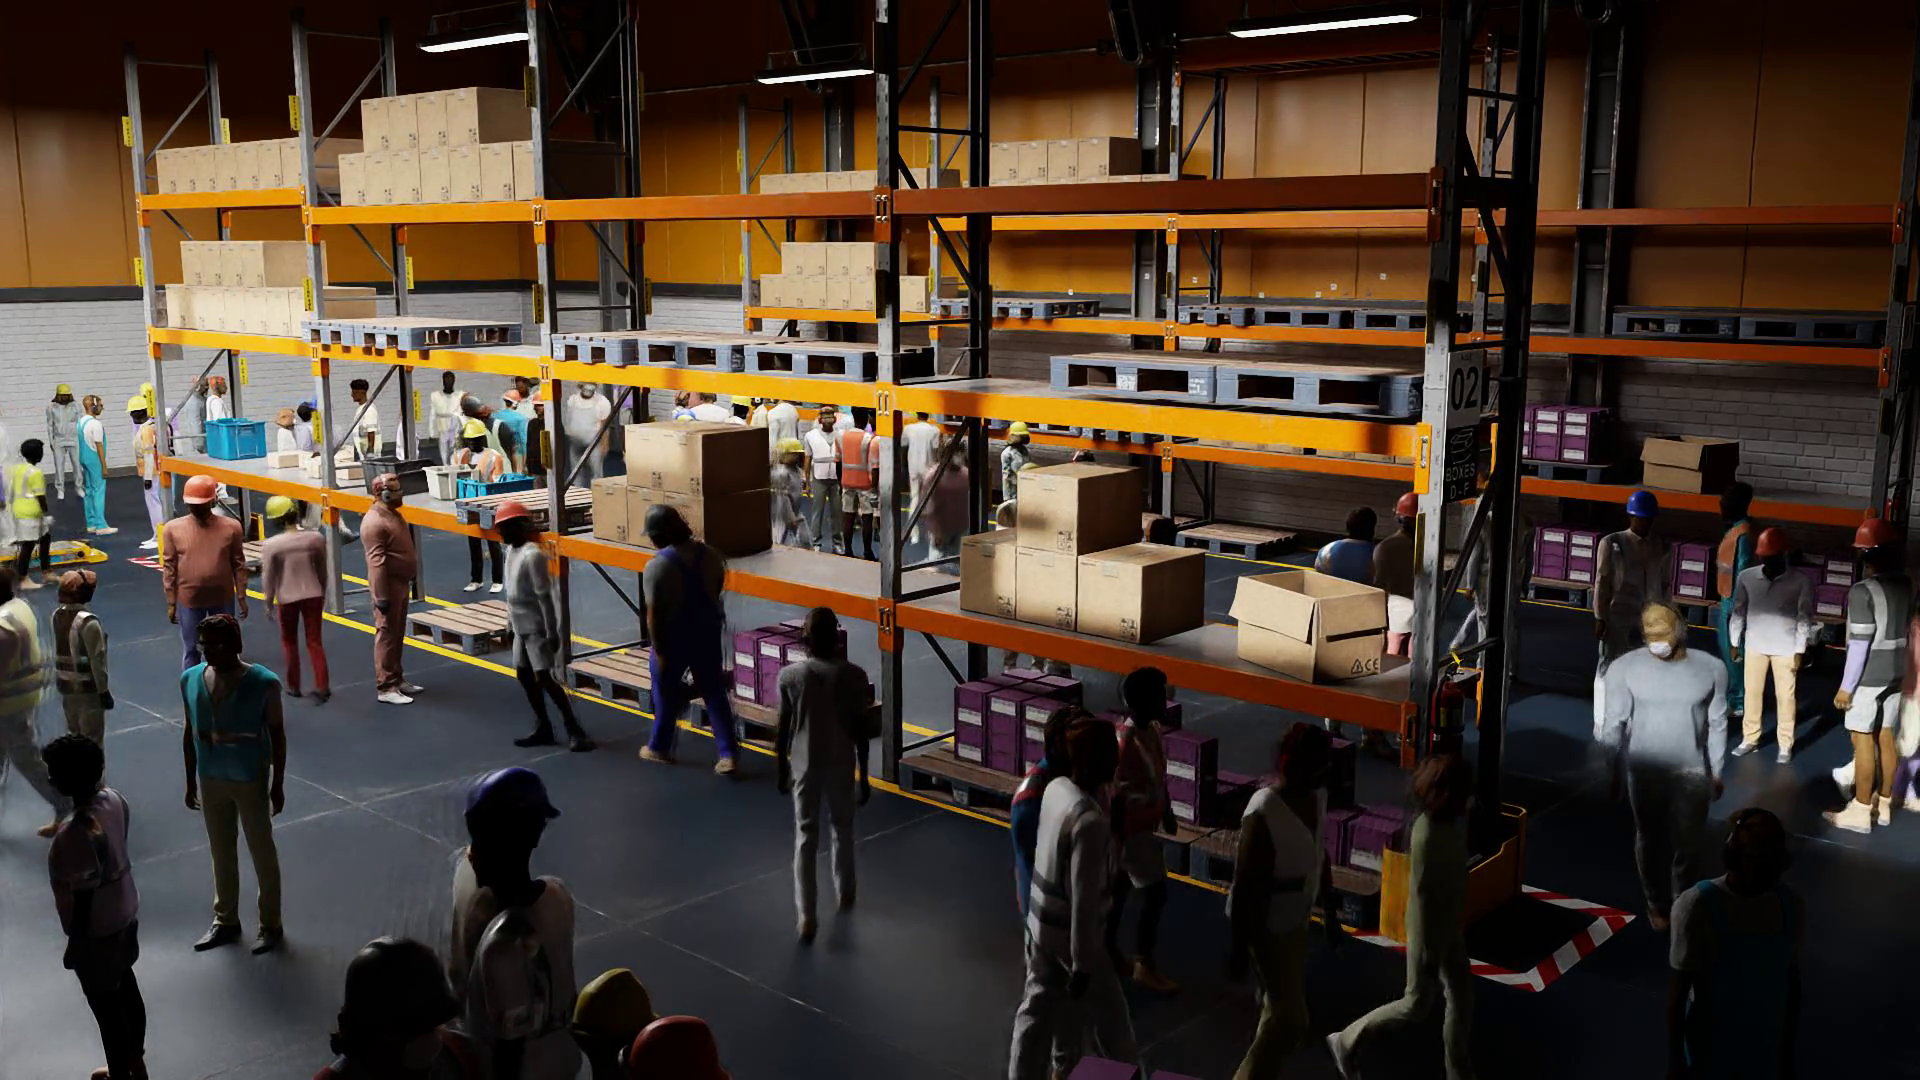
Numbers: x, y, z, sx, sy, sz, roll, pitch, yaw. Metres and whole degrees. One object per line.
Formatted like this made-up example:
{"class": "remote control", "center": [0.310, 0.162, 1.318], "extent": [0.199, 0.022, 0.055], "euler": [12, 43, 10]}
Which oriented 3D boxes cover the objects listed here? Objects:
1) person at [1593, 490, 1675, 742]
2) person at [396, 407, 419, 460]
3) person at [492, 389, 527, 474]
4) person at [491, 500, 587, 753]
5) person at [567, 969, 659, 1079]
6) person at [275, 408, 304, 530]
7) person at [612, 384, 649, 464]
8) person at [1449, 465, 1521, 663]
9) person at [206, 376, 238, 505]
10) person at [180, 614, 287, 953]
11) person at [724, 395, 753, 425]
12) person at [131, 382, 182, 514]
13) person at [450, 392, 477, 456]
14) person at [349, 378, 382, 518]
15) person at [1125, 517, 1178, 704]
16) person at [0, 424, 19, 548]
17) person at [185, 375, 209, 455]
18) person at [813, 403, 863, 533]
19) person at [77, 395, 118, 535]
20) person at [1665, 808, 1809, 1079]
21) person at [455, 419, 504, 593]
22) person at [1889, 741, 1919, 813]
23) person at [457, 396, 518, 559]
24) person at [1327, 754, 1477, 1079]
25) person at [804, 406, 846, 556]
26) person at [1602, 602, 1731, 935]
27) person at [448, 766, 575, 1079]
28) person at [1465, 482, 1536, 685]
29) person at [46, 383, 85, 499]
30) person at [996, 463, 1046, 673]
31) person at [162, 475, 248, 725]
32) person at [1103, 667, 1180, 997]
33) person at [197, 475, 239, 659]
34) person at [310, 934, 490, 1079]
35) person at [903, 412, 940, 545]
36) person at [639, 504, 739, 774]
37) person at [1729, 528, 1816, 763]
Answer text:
{"class": "person", "center": [5.128, 0.580, 12.674], "extent": [0.605, 1.948, 0.404], "euler": [-1, 10, -4]}
{"class": "person", "center": [-7.571, -1.058, 22.832], "extent": [0.311, 1.631, 0.506], "euler": [-4, 11, -20]}
{"class": "person", "center": [-6.391, -1.279, 23.773], "extent": [0.574, 1.742, 0.355], "euler": [5, 11, 25]}
{"class": "person", "center": [-3.151, 0.645, 12.493], "extent": [0.530, 1.888, 0.696], "euler": [-8, 13, -38]}
{"class": "person", "center": [-0.964, 2.078, 4.733], "extent": [0.523, 1.763, 0.329], "euler": [1, 10, 5]}
{"class": "person", "center": [-8.945, -0.942, 22.166], "extent": [0.284, 1.634, 0.498], "euler": [-3, 11, -18]}
{"class": "person", "center": [-5.731, -2.350, 28.971], "extent": [0.615, 2.042, 0.372], "euler": [-2, 10, -13]}
{"class": "person", "center": [4.779, 0.212, 15.069], "extent": [0.628, 1.839, 0.578], "euler": [2, 10, 9]}
{"class": "person", "center": [-10.862, -1.464, 24.408], "extent": [0.337, 1.882, 0.585], "euler": [-6, 12, -32]}
{"class": "person", "center": [-3.889, 1.291, 8.941], "extent": [0.573, 1.844, 0.376], "euler": [2, 10, 9]}
{"class": "person", "center": [-2.826, -0.938, 21.346], "extent": [0.381, 1.917, 0.585], "euler": [-6, 12, -33]}
{"class": "person", "center": [-11.158, -1.247, 23.137], "extent": [0.619, 1.896, 0.602], "euler": [-5, 11, -25]}
{"class": "person", "center": [-7.337, -1.402, 24.807], "extent": [0.535, 1.613, 0.521], "euler": [-5, 11, -28]}
{"class": "person", "center": [-8.240, -1.270, 23.125], "extent": [0.384, 1.958, 0.606], "euler": [-6, 12, -31]}
{"class": "person", "center": [1.422, 0.734, 12.148], "extent": [0.429, 1.828, 0.640], "euler": [-9, 14, -43]}
{"class": "person", "center": [-11.889, -0.763, 20.467], "extent": [0.426, 1.874, 0.676], "euler": [-3, 11, -19]}
{"class": "person", "center": [-11.152, -1.482, 24.499], "extent": [0.400, 1.893, 0.657], "euler": [-3, 10, -16]}
{"class": "person", "center": [-1.562, -1.012, 21.770], "extent": [0.679, 1.915, 0.426], "euler": [2, 10, 9]}
{"class": "person", "center": [-11.356, -0.983, 21.831], "extent": [0.504, 1.840, 0.342], "euler": [7, 13, 36]}
{"class": "person", "center": [2.757, 1.828, 5.956], "extent": [0.502, 1.837, 0.344], "euler": [-2, 10, -10]}
{"class": "person", "center": [-5.233, -0.368, 18.122], "extent": [0.587, 1.919, 0.399], "euler": [3, 10, 16]}
{"class": "person", "center": [6.596, 0.950, 10.978], "extent": [0.758, 1.810, 0.576], "euler": [7, 12, 34]}
{"class": "person", "center": [-5.734, -0.779, 20.095], "extent": [0.579, 2.000, 0.704], "euler": [9, 14, 42]}
{"class": "person", "center": [2.026, 1.700, 7.274], "extent": [0.730, 1.608, 0.507], "euler": [6, 12, 31]}
{"class": "person", "center": [-1.616, -0.715, 20.280], "extent": [0.575, 1.843, 0.375], "euler": [-4, 11, -22]}
{"class": "person", "center": [3.767, 1.279, 8.881], "extent": [0.647, 1.892, 0.936], "euler": [3, 10, 16]}
{"class": "person", "center": [-1.559, 1.751, 6.082], "extent": [0.609, 1.924, 0.622], "euler": [-5, 11, -27]}
{"class": "person", "center": [4.620, 0.357, 14.295], "extent": [0.591, 1.820, 0.404], "euler": [-1, 10, -8]}
{"class": "person", "center": [-13.393, -1.481, 24.934], "extent": [0.485, 1.738, 0.344], "euler": [-6, 12, -32]}
{"class": "person", "center": [0.594, 0.281, 14.427], "extent": [0.590, 1.924, 0.380], "euler": [-2, 10, -10]}
{"class": "person", "center": [-5.977, 0.468, 13.197], "extent": [0.608, 1.986, 0.391], "euler": [-5, 11, -27]}
{"class": "person", "center": [0.960, 1.460, 8.454], "extent": [0.613, 1.675, 0.549], "euler": [3, 10, 17]}
{"class": "person", "center": [-6.700, 0.280, 14.928], "extent": [0.342, 1.747, 0.571], "euler": [-4, 11, -23]}
{"class": "person", "center": [-1.405, 2.002, 4.371], "extent": [0.537, 2.000, 0.680], "euler": [5, 11, 27]}
{"class": "person", "center": [-0.491, -0.868, 21.251], "extent": [0.496, 1.818, 0.957], "euler": [1, 10, 5]}
{"class": "person", "center": [-1.958, 0.671, 11.898], "extent": [0.694, 2.000, 0.986], "euler": [-8, 13, -39]}
{"class": "person", "center": [5.942, 0.763, 12.231], "extent": [0.578, 1.738, 0.392], "euler": [9, 14, 42]}
